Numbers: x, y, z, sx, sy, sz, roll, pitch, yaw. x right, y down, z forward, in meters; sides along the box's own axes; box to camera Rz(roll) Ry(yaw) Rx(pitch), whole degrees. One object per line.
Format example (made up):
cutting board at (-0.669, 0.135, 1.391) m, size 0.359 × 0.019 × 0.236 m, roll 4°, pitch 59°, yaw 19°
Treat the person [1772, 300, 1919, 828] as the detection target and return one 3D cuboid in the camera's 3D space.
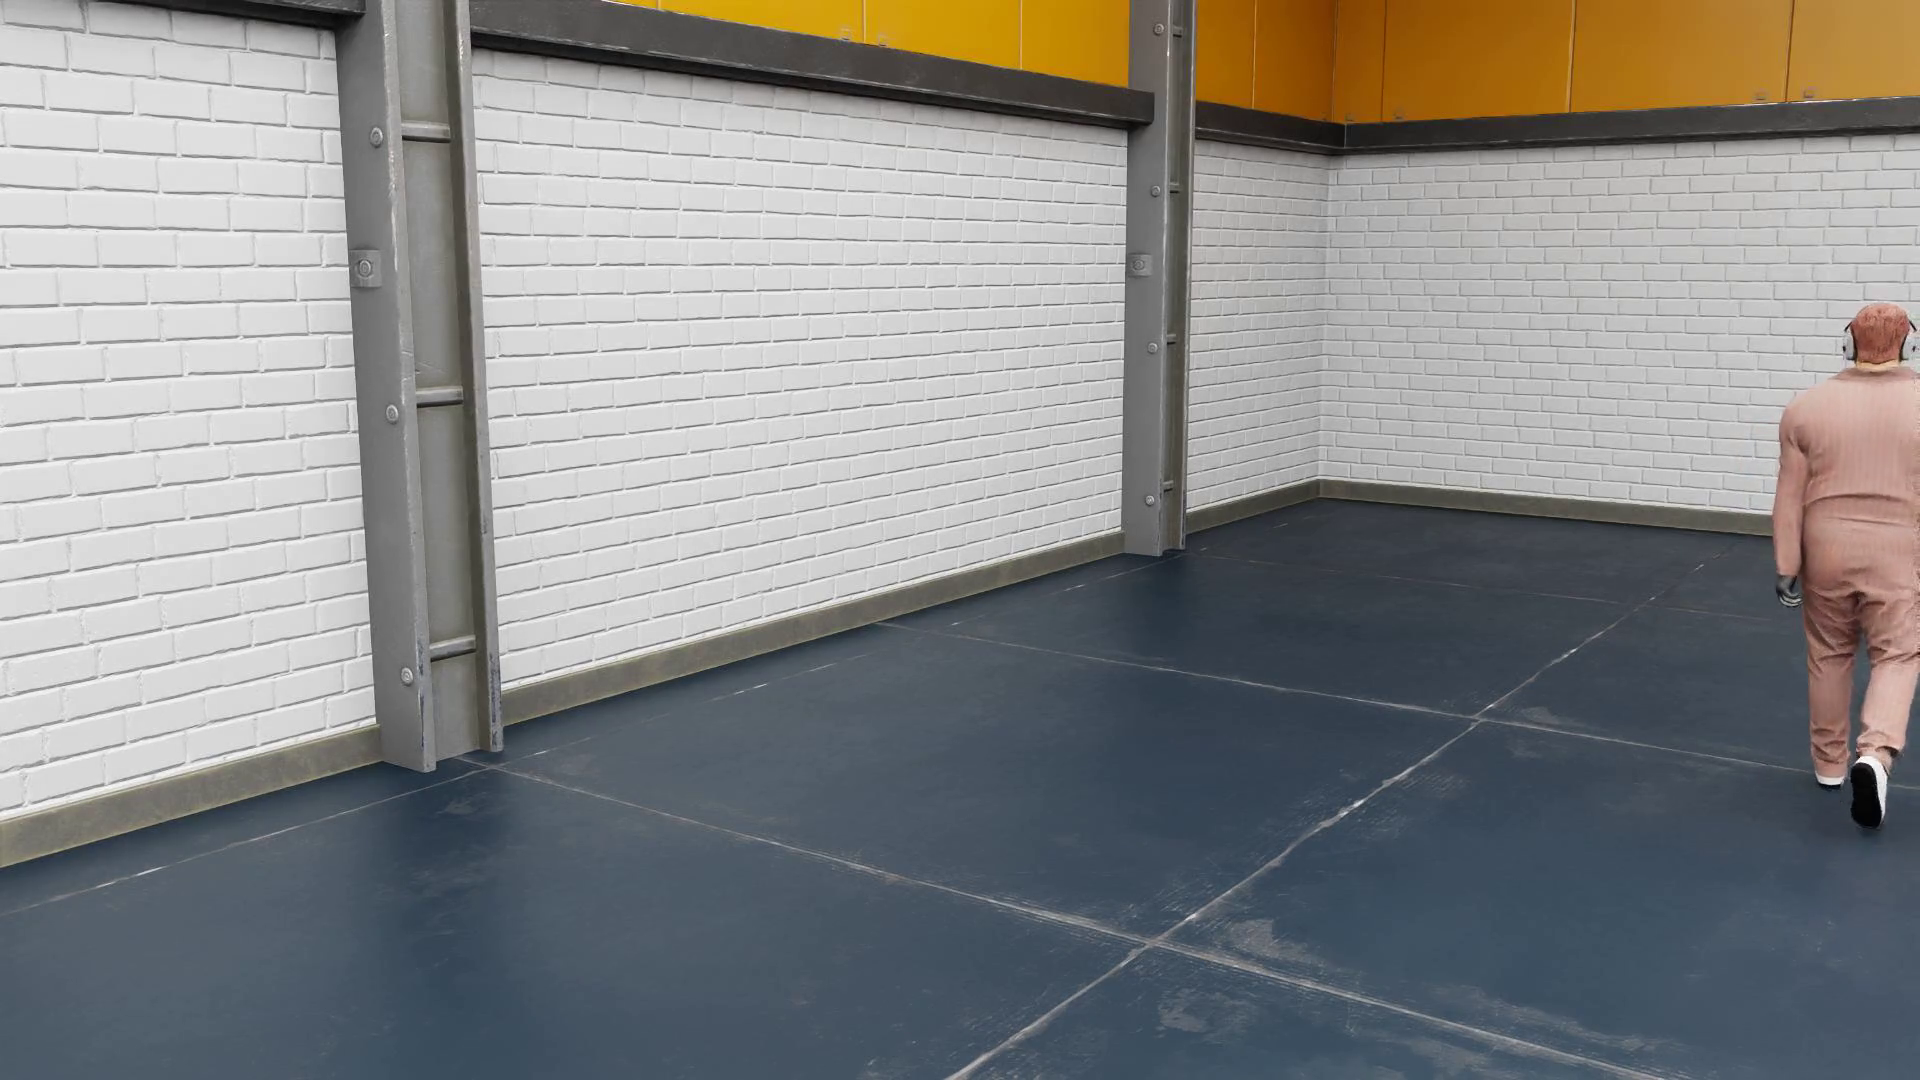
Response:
person at (3.310, 0.071, 6.078) m, size 0.647 × 1.881 × 0.832 m, roll 6°, pitch 12°, yaw 34°
